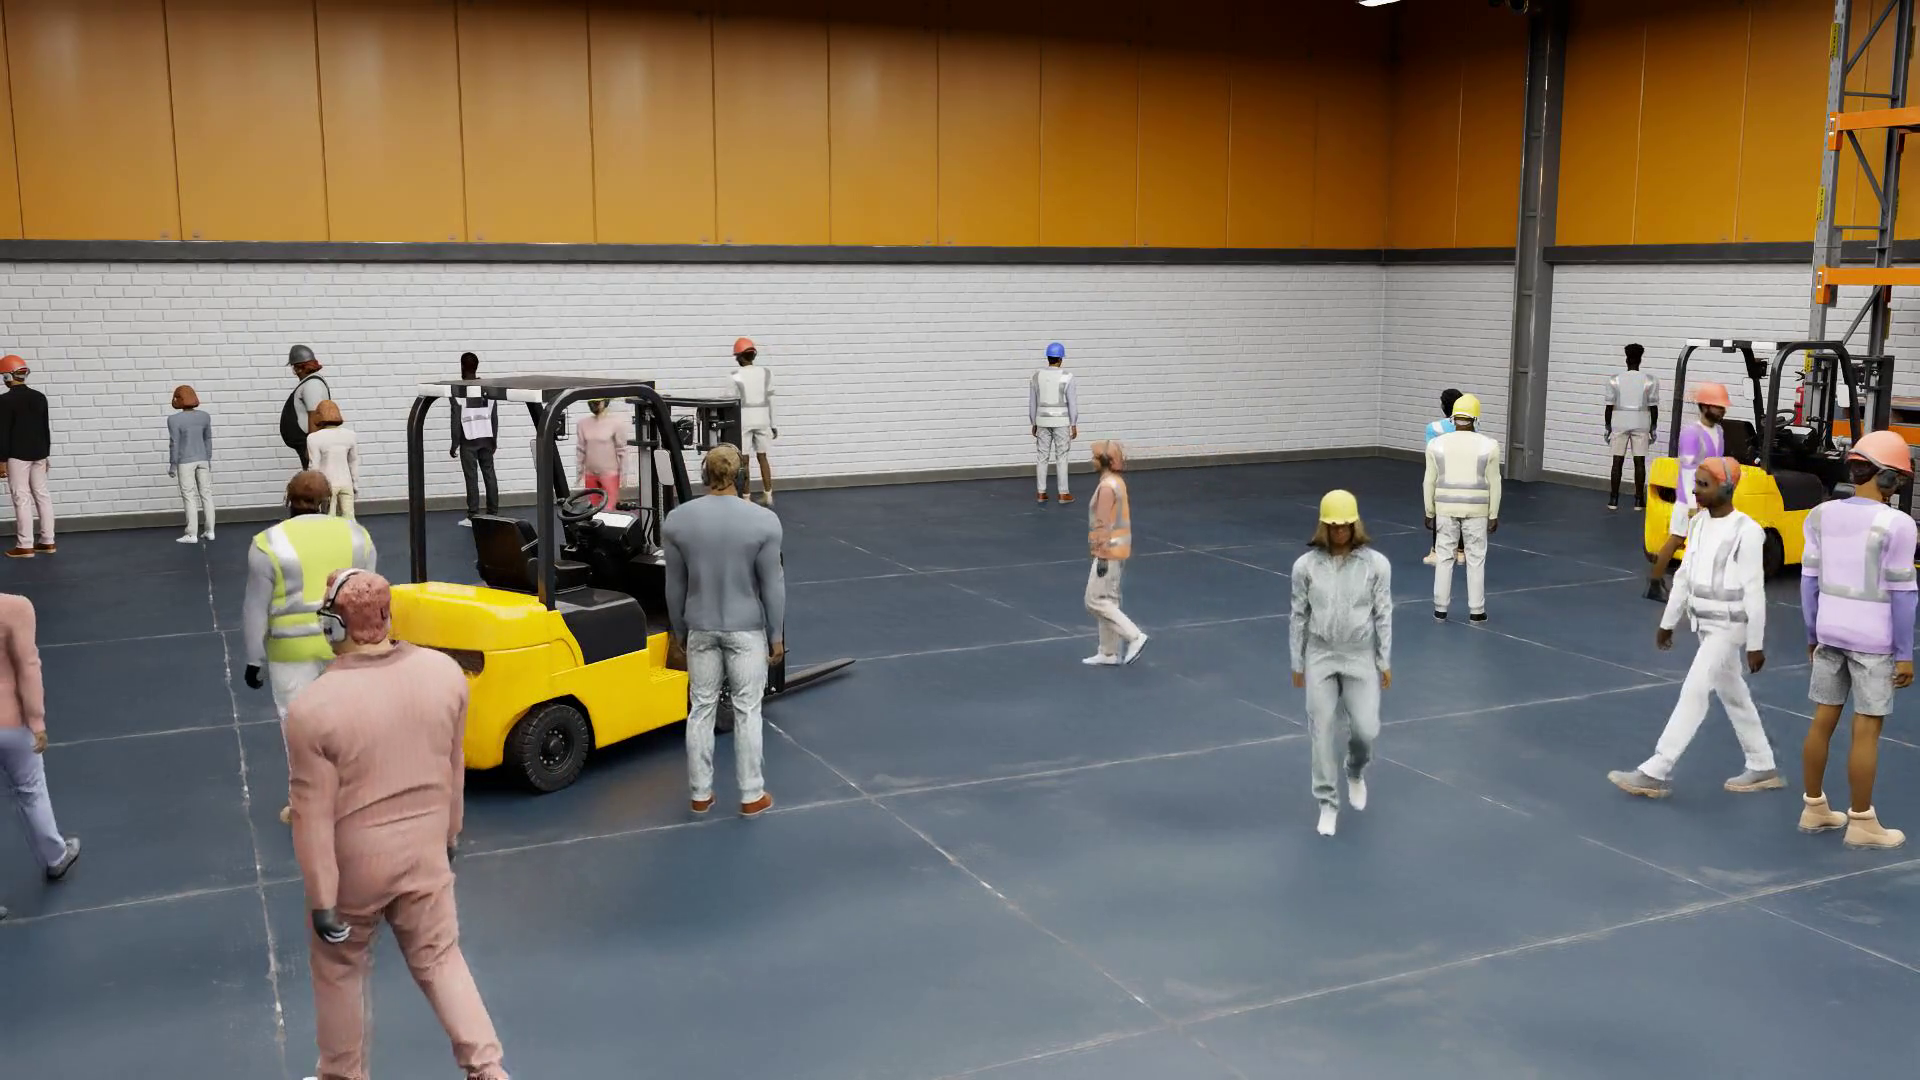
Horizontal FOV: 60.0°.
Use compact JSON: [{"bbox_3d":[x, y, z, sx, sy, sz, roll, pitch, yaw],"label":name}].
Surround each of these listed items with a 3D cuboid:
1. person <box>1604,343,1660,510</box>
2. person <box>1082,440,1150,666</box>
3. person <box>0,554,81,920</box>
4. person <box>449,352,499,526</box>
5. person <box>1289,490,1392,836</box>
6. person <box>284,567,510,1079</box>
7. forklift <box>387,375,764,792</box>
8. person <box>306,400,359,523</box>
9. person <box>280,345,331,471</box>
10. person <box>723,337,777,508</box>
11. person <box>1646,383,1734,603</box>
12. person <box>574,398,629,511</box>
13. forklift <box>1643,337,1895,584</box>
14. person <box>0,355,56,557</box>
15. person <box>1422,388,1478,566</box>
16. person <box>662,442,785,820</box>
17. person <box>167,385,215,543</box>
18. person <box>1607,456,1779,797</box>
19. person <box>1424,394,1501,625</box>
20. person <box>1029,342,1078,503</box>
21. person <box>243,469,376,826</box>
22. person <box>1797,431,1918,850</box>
[{"bbox_3d":[7.885,-1.328,19.556,0.606,1.966,0.367,4,10,23],"label":"person"},{"bbox_3d":[1.074,0.107,11.676,0.418,1.629,0.534,2,9,13],"label":"person"},{"bbox_3d":[-4.231,0.769,7.281,0.537,1.712,0.896,-1,9,-8],"label":"person"},{"bbox_3d":[-5.337,-1.102,18.301,0.399,1.920,0.589,8,12,42],"label":"person"},{"bbox_3d":[1.902,0.596,8.326,0.512,1.728,0.425,3,9,15],"label":"person"},{"bbox_3d":[-1.820,1.013,5.329,0.888,1.873,0.641,8,12,42],"label":"person"},{"bbox_3d":[-2.268,0.149,9.685,1.214,2.155,2.313,6,11,32],"label":"forklift"},{"bbox_3d":[-5.739,-0.467,15.243,0.270,1.631,0.507,7,11,36],"label":"person"},{"bbox_3d":[-6.962,-1.074,17.746,0.536,2.000,0.682,-3,10,-18],"label":"person"},{"bbox_3d":[-2.481,-1.359,19.550,0.657,2.029,0.423,-5,11,-31],"label":"person"},{"bbox_3d":[6.189,-0.358,13.798,0.578,1.880,0.987,-6,11,-35],"label":"person"},{"bbox_3d":[-3.407,-0.618,15.827,0.531,1.755,0.396,4,10,21],"label":"person"},{"bbox_3d":[7.551,-0.789,15.507,2.313,2.155,1.214,-4,10,-25],"label":"forklift"},{"bbox_3d":[-9.229,-0.825,16.380,0.402,1.986,0.612,2,9,13],"label":"person"},{"bbox_3d":[4.655,-0.593,15.830,0.535,1.696,0.318,-2,9,-11],"label":"person"},{"bbox_3d":[-1.200,0.466,8.521,0.635,1.936,0.354,1,9,9],"label":"person"},{"bbox_3d":[-7.957,-0.786,17.212,0.286,1.636,0.498,5,10,26],"label":"person"},{"bbox_3d":[3.984,0.465,8.841,0.987,1.829,0.595,0,9,-2],"label":"person"},{"bbox_3d":[3.990,-0.240,13.214,0.588,1.834,0.403,4,10,23],"label":"person"},{"bbox_3d":[1.139,-1.415,20.148,0.614,1.946,0.389,4,10,24],"label":"person"},{"bbox_3d":[-3.211,0.560,8.308,0.510,1.819,0.675,8,12,41],"label":"person"},{"bbox_3d":[4.397,0.483,8.115,0.395,2.033,0.605,-3,10,-20],"label":"person"}]
